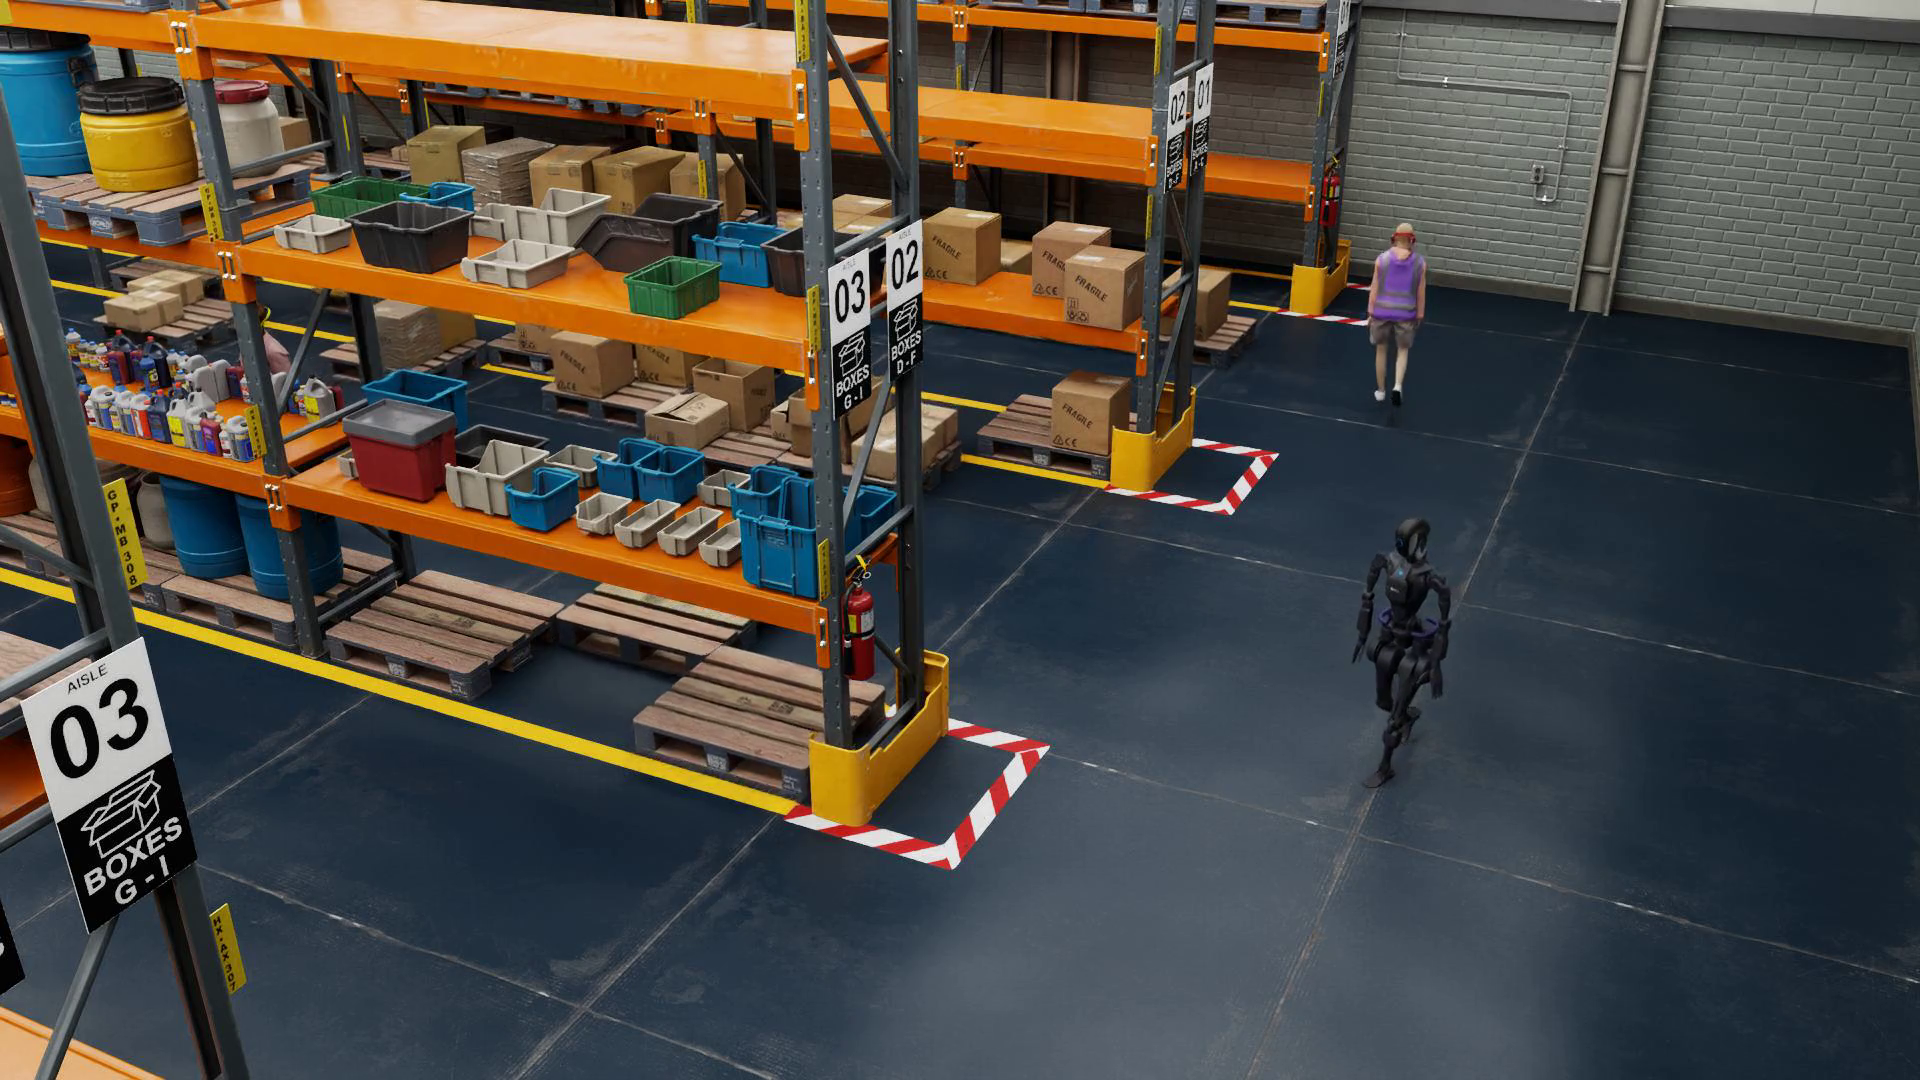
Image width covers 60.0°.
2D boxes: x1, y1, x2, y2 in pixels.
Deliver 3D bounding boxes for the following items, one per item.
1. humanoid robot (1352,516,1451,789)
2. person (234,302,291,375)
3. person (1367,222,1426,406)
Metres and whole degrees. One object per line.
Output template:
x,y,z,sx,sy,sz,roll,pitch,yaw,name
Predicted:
2.584,0.592,9.541,0.680,1.638,0.608,-22,34,-38,humanoid robot
-5.146,-0.931,12.461,0.535,1.800,0.331,17,31,31,person
3.841,-1.971,14.706,0.490,1.678,0.504,6,27,11,person
